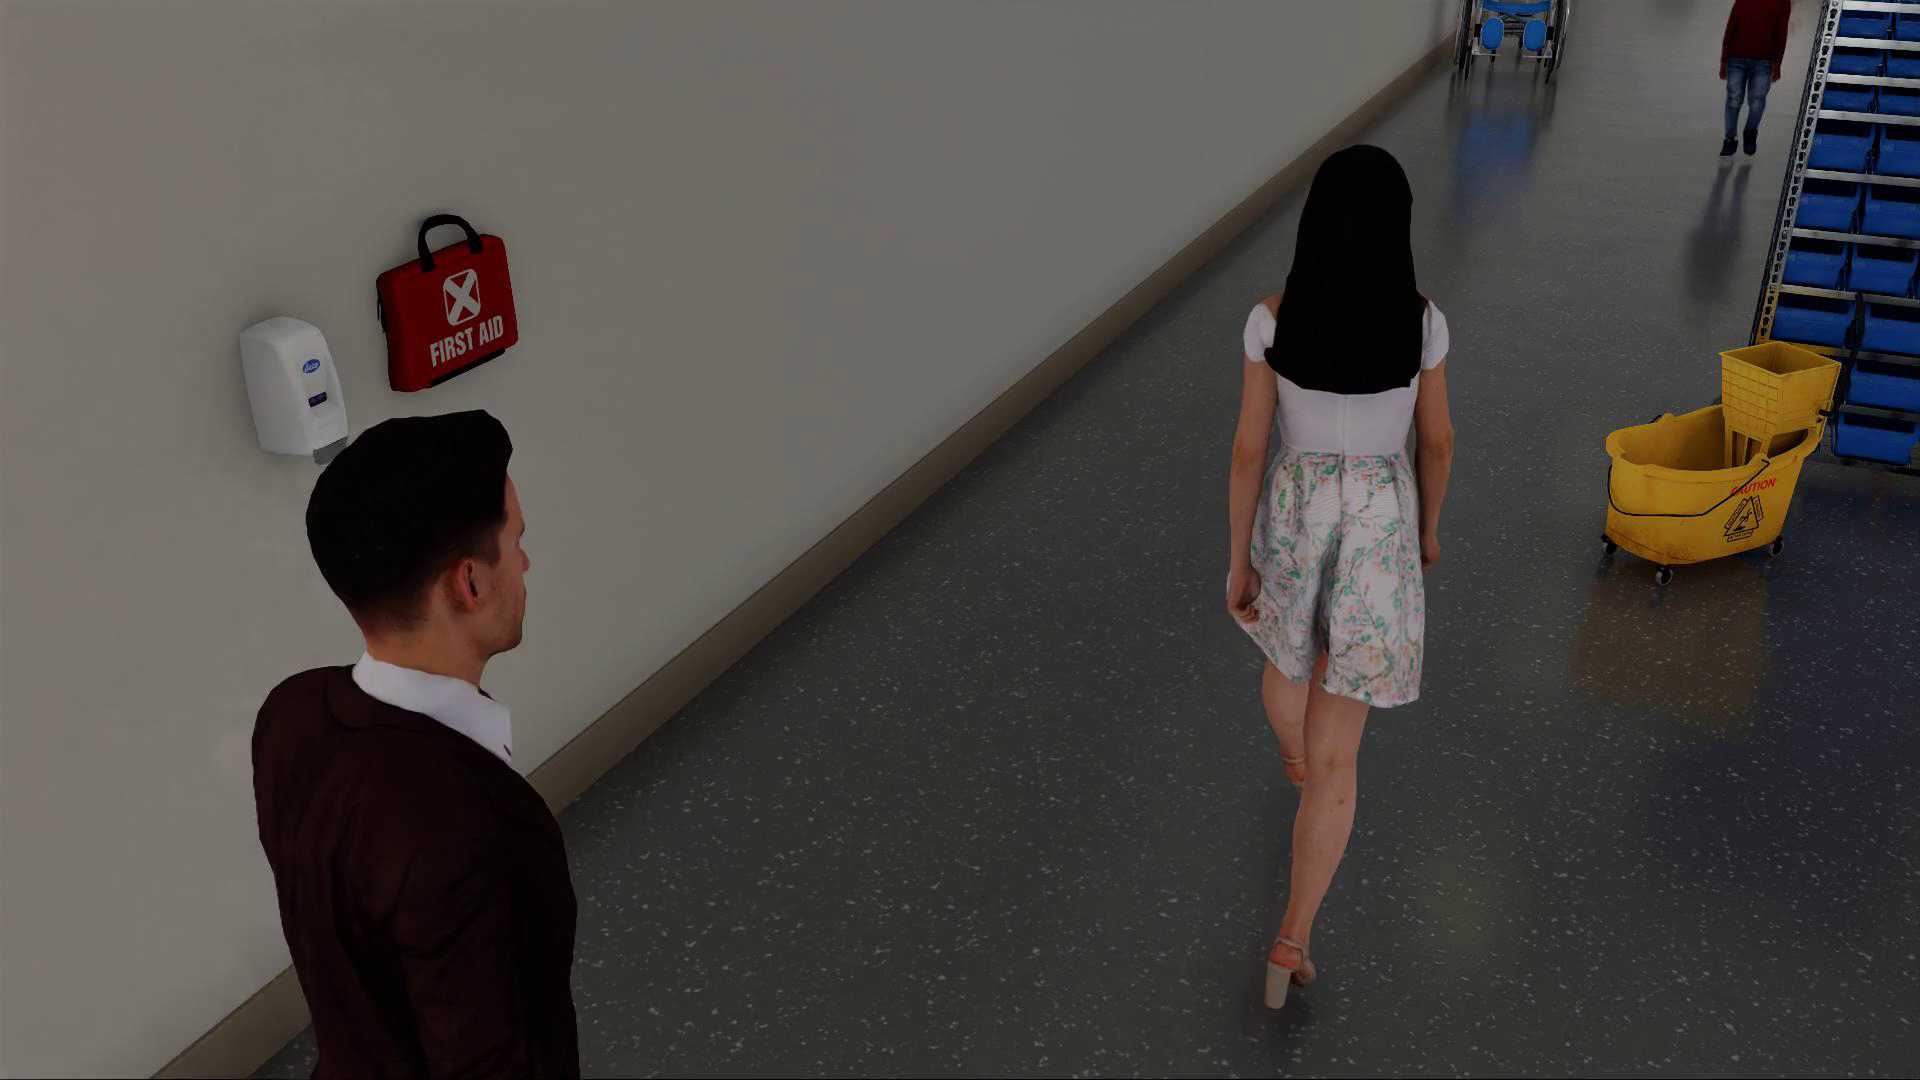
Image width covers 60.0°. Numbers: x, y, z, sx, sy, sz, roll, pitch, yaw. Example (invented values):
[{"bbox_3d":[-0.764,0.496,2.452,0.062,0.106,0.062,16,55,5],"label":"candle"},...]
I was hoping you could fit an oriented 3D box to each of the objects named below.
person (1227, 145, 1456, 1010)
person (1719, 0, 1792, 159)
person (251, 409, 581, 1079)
[{"bbox_3d":[0.753,0.137,3.396,1.182,1.720,0.808,7,27,14],"label":"person"},{"bbox_3d":[5.061,-3.078,10.605,0.490,1.249,0.610,16,30,29],"label":"person"},{"bbox_3d":[-0.667,0.786,1.910,0.982,1.842,0.992,-17,31,-32],"label":"person"}]
